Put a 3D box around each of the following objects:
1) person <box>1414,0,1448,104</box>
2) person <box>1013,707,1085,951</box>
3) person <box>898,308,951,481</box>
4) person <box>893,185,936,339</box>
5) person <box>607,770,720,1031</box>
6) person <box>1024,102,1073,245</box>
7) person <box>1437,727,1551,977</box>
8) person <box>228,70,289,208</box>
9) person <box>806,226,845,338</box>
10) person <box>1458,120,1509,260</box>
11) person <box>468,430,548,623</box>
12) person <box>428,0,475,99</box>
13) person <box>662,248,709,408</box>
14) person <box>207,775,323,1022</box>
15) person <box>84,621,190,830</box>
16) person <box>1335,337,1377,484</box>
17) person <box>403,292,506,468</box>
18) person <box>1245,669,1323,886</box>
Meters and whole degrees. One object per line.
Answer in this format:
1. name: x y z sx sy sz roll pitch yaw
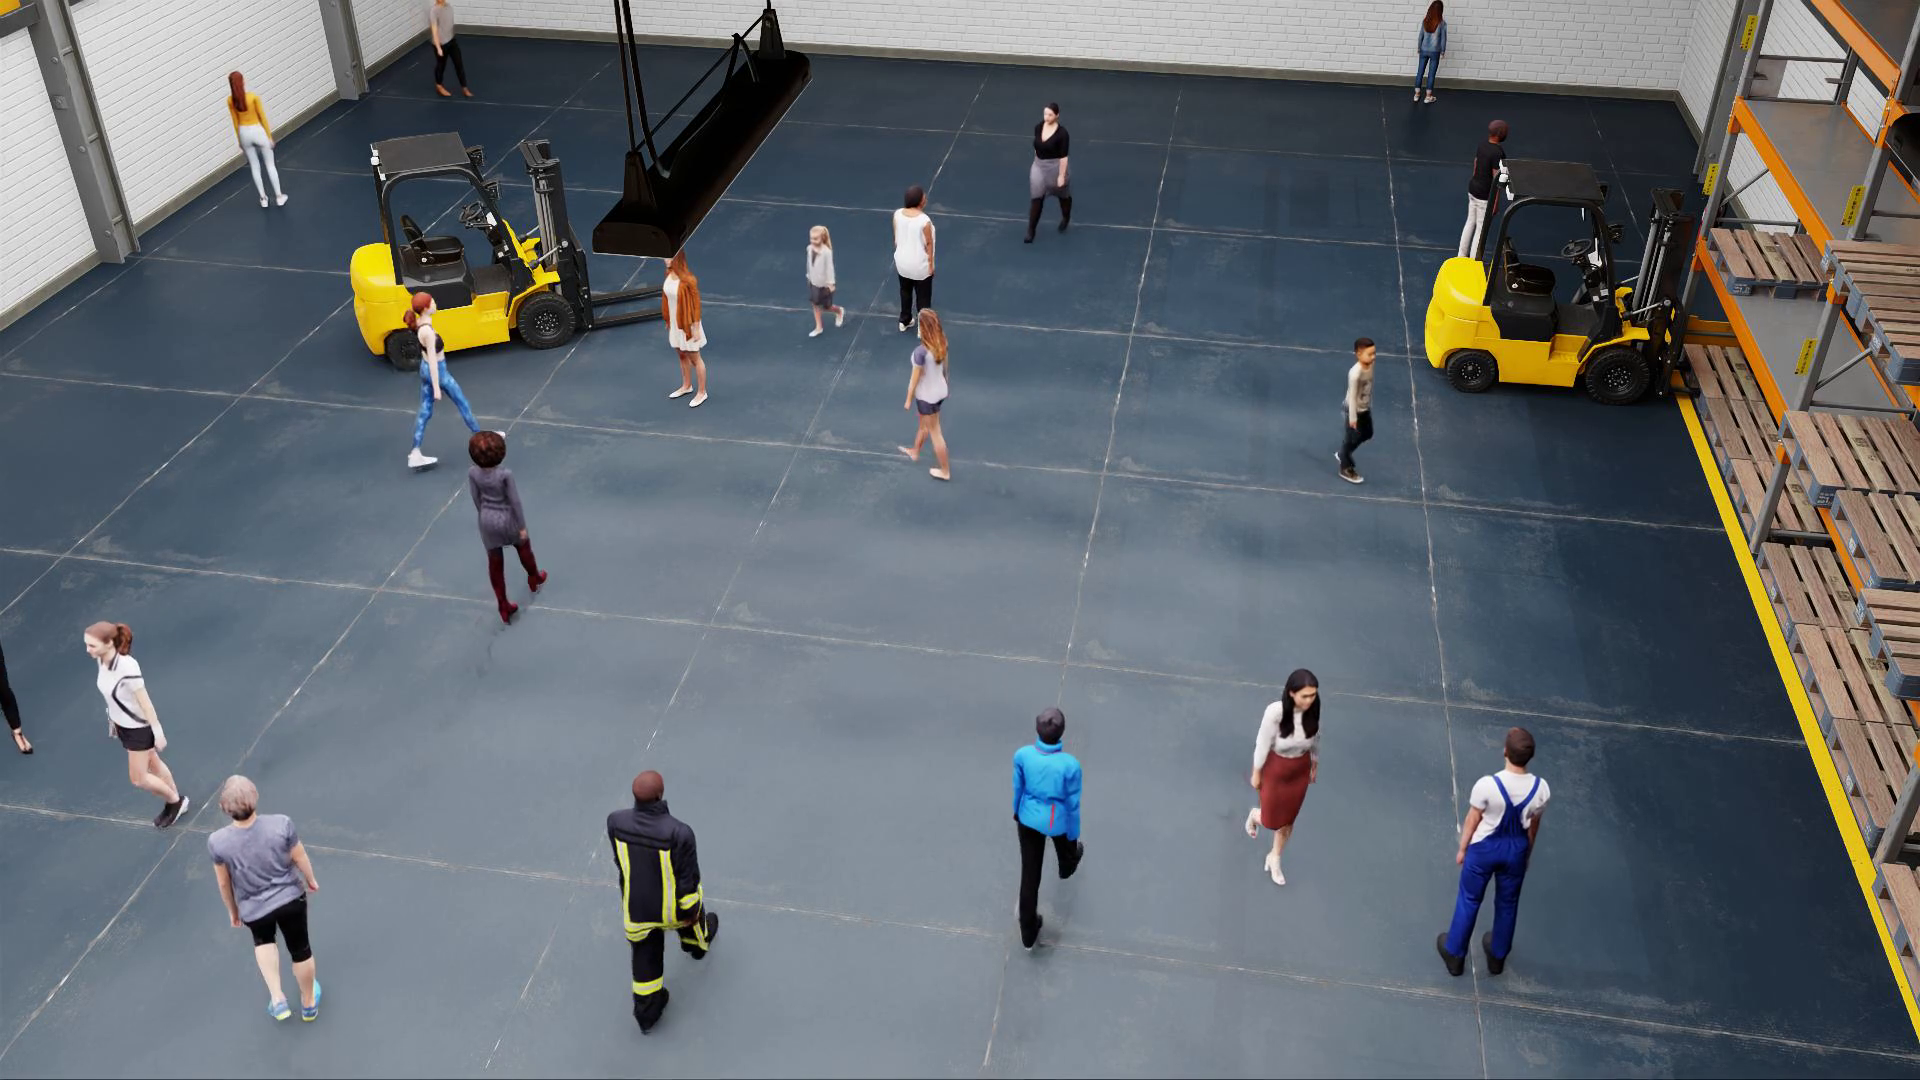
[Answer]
1. person: 6.917 -7.195 24.471 0.640 1.475 0.635 22 40 30
2. person: 0.515 1.877 10.583 0.748 1.741 1.170 10 35 15
3. person: -0.198 -1.315 15.413 0.886 1.709 0.933 19 38 26
4. person: -0.480 -3.036 18.023 0.760 1.685 0.776 23 40 31
5. person: -1.862 2.182 10.086 0.821 1.782 1.191 9 35 13
6. person: 1.158 -4.458 20.149 0.990 1.700 1.242 21 39 28
7. person: 3.347 1.957 10.371 0.646 1.842 0.628 1 34 2
8. person: -8.931 -5.064 21.020 0.655 1.746 0.655 -4 34 -6
9. person: -1.477 -2.840 18.109 0.673 1.264 0.782 23 40 31
10. person: 6.110 -4.020 19.397 0.798 1.804 0.671 -8 34 -12
11. person: -3.777 -0.070 13.559 0.605 1.689 0.877 5 34 8
12. person: -7.639 -7.357 24.533 0.990 1.676 1.059 20 38 27
13. person: -2.765 -2.183 16.709 0.717 1.721 0.728 25 41 32
14. person: -4.098 2.228 9.938 0.791 1.870 0.820 -11 35 -16
15. person: -5.631 1.246 11.531 0.701 1.741 0.733 21 39 29
16. person: 3.654 -1.243 15.531 0.753 1.459 0.673 25 41 32
17. person: -4.999 -1.461 15.610 1.191 1.734 1.121 -21 39 -29
18. person: 2.129 1.530 11.105 0.777 1.740 0.858 -8 34 -12
